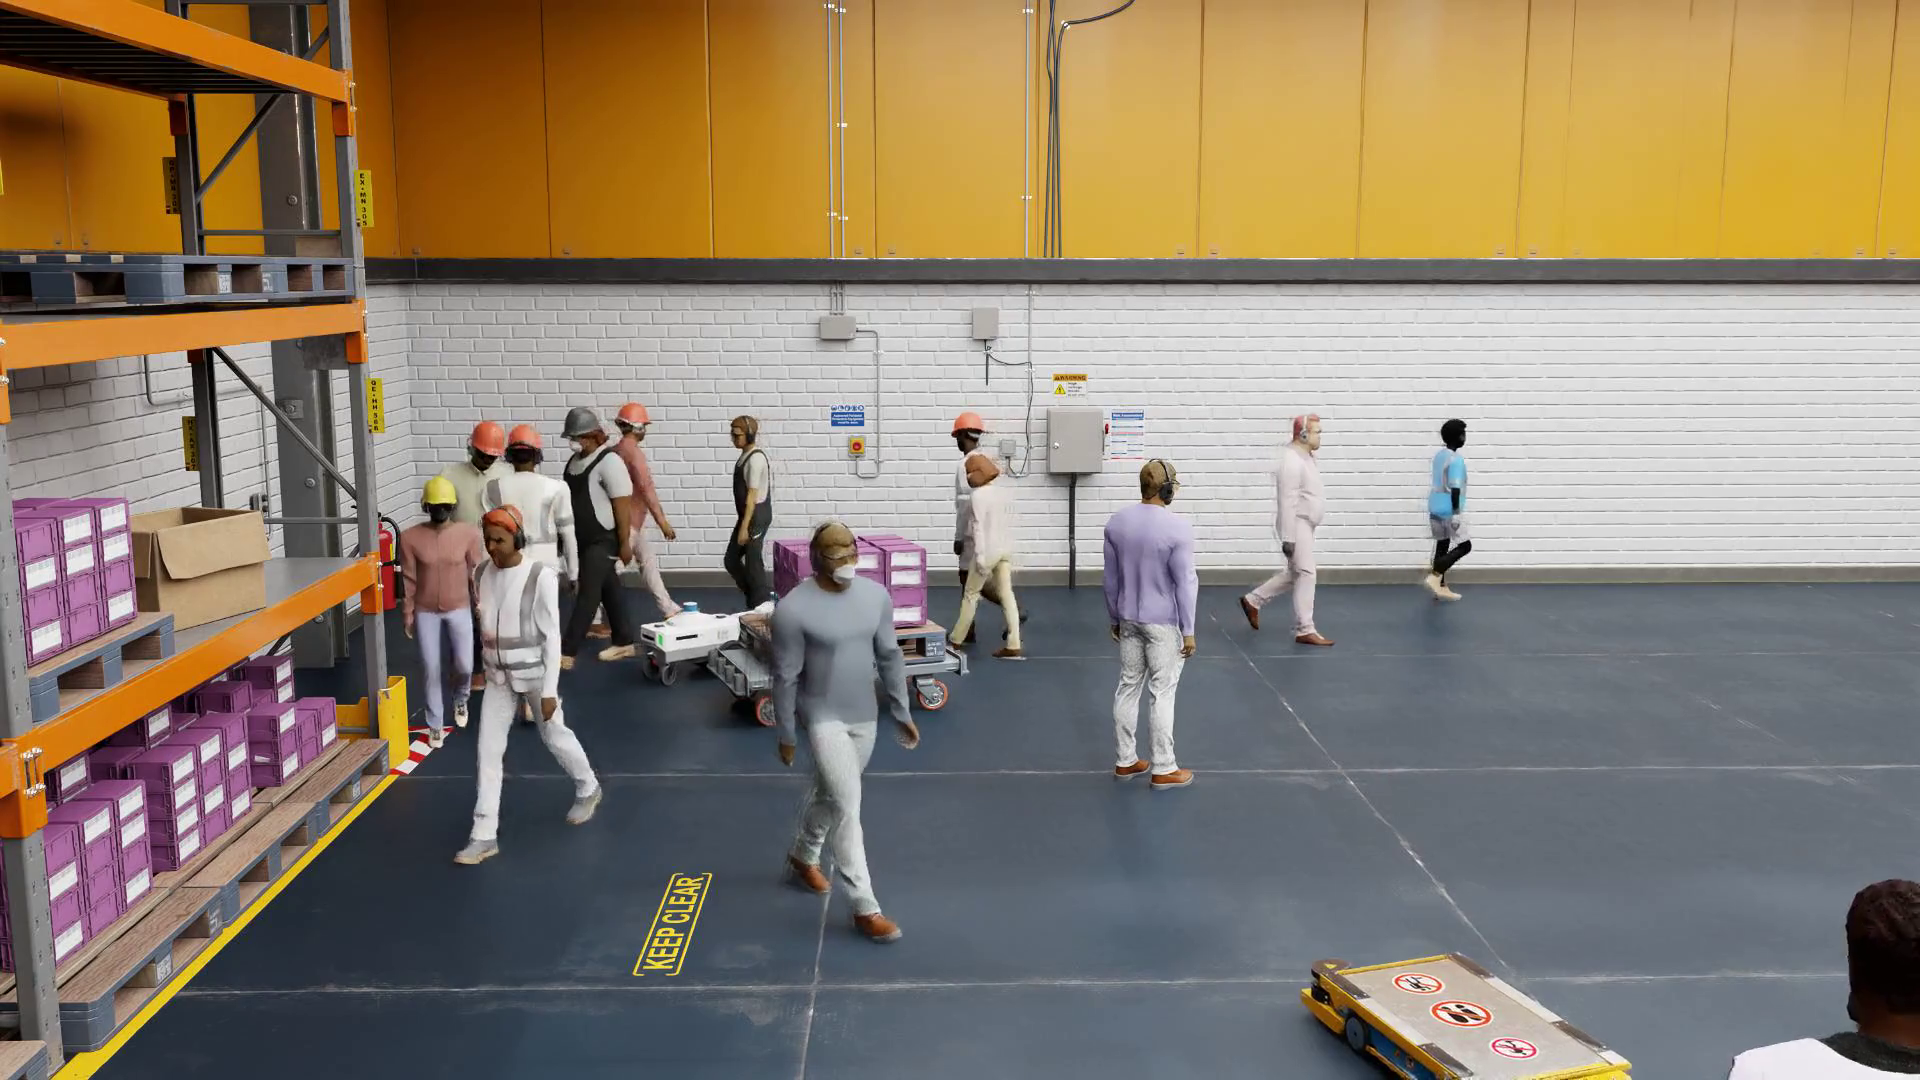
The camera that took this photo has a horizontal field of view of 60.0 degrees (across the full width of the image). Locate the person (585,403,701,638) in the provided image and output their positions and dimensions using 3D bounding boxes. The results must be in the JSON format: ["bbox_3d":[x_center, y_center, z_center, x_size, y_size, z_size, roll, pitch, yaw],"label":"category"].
[{"bbox_3d":[-2.707,-0.161,13.771,1.073,1.933,0.623,-4,10,-24],"label":"person"}]

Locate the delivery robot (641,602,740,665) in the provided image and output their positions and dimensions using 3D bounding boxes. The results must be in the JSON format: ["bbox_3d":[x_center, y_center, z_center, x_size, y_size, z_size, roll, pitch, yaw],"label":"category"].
[{"bbox_3d":[-2.000,0.707,12.348,0.707,0.478,0.477,-7,12,-37],"label":"delivery robot"}]

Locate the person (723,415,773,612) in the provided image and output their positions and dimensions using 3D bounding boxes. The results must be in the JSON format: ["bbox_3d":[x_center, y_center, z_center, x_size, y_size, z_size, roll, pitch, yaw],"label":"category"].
[{"bbox_3d":[-1.770,-0.133,13.874,0.393,1.826,0.519,-4,10,-21],"label":"person"}]

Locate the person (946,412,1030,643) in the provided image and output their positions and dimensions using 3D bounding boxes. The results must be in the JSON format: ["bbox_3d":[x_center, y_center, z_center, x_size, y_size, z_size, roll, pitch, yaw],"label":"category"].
[{"bbox_3d":[0.214,-0.083,13.443,0.674,1.888,0.570,3,10,15],"label":"person"}]

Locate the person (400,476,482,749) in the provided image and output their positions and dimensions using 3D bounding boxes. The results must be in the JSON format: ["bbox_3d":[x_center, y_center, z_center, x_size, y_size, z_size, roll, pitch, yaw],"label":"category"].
[{"bbox_3d":[-3.284,0.451,10.564,0.519,1.754,0.461,-3,10,-18],"label":"person"}]

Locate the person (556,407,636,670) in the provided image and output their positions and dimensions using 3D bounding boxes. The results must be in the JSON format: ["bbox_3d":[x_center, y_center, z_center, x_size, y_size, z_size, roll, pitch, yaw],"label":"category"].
[{"bbox_3d":[-2.890,-0.036,12.648,0.955,2.000,0.695,-7,12,-36],"label":"person"}]

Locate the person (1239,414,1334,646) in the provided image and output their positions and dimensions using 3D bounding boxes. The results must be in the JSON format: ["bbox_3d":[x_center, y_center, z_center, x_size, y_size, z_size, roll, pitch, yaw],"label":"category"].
[{"bbox_3d":[2.674,-0.094,13.496,0.729,1.884,0.650,4,10,22],"label":"person"}]

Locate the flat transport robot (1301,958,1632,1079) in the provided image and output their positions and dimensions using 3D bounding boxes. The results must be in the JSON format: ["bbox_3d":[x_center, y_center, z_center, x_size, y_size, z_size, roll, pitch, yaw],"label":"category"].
[{"bbox_3d":[1.929,1.894,6.222,0.652,0.197,1.431,-3,10,-19],"label":"flat transport robot"}]

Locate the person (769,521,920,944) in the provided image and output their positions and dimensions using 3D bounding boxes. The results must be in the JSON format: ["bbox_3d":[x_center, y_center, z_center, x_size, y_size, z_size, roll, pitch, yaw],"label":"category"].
[{"bbox_3d":[-0.581,0.838,7.774,0.641,1.899,1.009,-8,12,-41],"label":"person"}]

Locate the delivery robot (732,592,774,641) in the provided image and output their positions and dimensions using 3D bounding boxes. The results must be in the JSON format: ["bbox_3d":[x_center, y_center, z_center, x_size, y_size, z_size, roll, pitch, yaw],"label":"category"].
[{"bbox_3d":[-1.399,0.638,12.769,0.477,0.478,0.707,9,13,43],"label":"delivery robot"}]

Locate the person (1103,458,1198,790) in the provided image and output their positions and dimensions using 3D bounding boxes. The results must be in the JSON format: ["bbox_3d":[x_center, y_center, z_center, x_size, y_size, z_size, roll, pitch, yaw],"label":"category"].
[{"bbox_3d":[1.119,0.487,9.750,0.635,1.937,0.355,9,13,44],"label":"person"}]

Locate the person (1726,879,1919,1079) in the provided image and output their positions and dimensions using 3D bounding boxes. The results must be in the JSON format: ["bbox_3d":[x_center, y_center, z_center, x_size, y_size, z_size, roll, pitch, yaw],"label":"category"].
[{"bbox_3d":[1.768,1.560,3.339,0.619,1.876,0.937,2,9,11],"label":"person"}]

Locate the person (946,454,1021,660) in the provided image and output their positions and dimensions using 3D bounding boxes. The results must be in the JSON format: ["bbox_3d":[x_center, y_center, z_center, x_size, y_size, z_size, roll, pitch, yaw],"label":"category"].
[{"bbox_3d":[0.149,0.126,13.001,0.818,1.588,0.526,6,11,34],"label":"person"}]

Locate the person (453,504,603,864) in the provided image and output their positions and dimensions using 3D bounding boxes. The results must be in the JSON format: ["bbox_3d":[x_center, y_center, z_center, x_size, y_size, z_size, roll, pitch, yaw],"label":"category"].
[{"bbox_3d":[-2.287,0.705,8.782,0.584,1.840,1.041,4,10,23],"label":"person"}]

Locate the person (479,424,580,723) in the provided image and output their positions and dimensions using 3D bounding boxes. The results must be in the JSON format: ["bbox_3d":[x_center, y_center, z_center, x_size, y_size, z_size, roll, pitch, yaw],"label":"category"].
[{"bbox_3d":[-2.926,0.215,11.305,0.628,1.980,1.078,-1,9,-4],"label":"person"}]

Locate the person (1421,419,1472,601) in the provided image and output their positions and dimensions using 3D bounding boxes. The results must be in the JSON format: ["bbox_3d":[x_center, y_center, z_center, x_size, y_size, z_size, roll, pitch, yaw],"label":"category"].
[{"bbox_3d":[4.446,-0.263,15.097,0.361,1.683,0.552,-1,9,-6],"label":"person"}]

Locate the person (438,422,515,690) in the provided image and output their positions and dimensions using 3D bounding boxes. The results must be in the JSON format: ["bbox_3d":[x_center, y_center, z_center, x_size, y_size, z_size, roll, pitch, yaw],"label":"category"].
[{"bbox_3d":[-3.479,0.123,11.938,0.698,1.951,0.478,-3,10,-18],"label":"person"}]
